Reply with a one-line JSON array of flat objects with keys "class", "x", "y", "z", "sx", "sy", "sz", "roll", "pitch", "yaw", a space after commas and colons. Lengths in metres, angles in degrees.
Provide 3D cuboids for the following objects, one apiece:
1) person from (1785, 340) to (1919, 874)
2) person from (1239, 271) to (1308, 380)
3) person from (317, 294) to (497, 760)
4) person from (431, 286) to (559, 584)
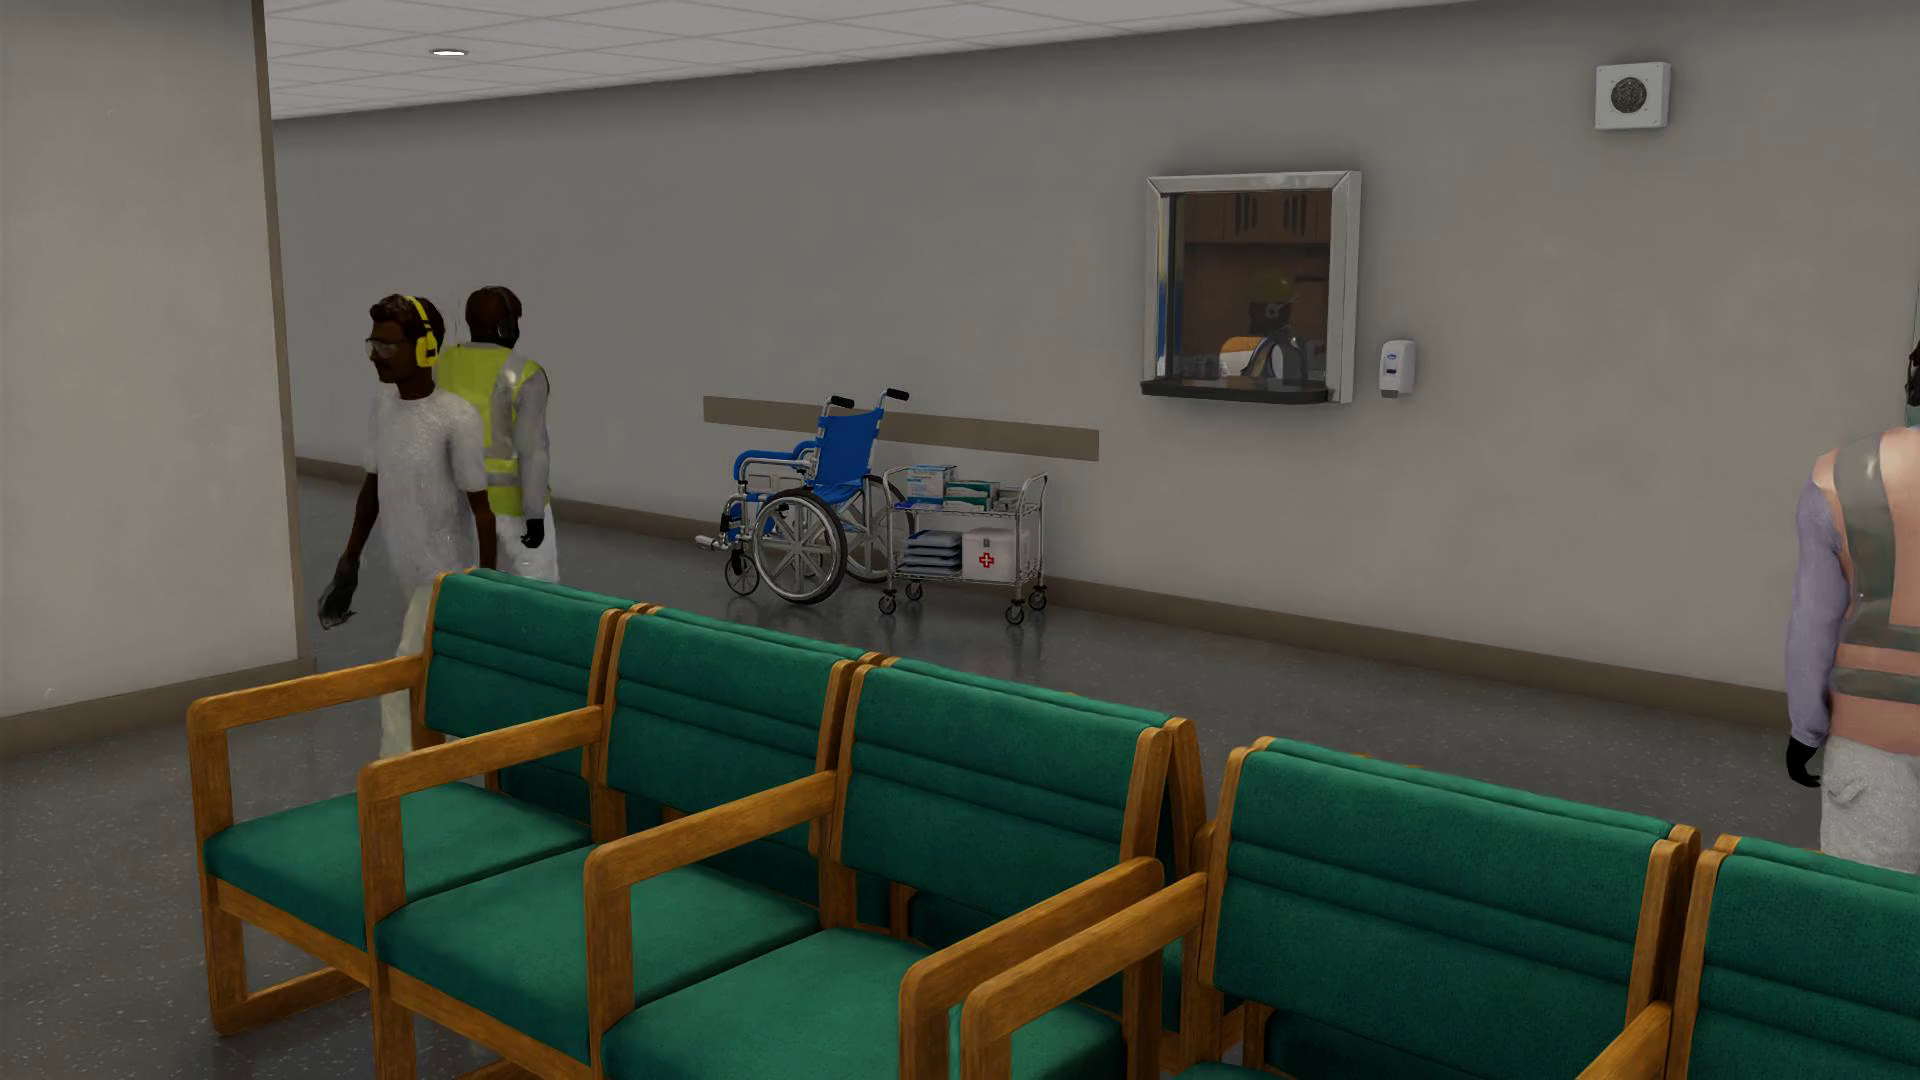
[{"class": "person", "x": 2.112, "y": 0.421, "z": 3.600, "sx": 0.624, "sy": 1.840, "sz": 0.429, "roll": 4, "pitch": 11, "yaw": 23}, {"class": "person", "x": 1.690, "y": -0.542, "z": 9.091, "sx": 0.404, "sy": 1.830, "sz": 0.599, "roll": 1, "pitch": 10, "yaw": 4}, {"class": "person", "x": -1.711, "y": 0.118, "z": 5.387, "sx": 0.536, "sy": 1.825, "sz": 0.996, "roll": 9, "pitch": 13, "yaw": 41}, {"class": "person", "x": -2.014, "y": -0.164, "z": 7.034, "sx": 0.630, "sy": 1.814, "sz": 0.884, "roll": 4, "pitch": 11, "yaw": 22}]
